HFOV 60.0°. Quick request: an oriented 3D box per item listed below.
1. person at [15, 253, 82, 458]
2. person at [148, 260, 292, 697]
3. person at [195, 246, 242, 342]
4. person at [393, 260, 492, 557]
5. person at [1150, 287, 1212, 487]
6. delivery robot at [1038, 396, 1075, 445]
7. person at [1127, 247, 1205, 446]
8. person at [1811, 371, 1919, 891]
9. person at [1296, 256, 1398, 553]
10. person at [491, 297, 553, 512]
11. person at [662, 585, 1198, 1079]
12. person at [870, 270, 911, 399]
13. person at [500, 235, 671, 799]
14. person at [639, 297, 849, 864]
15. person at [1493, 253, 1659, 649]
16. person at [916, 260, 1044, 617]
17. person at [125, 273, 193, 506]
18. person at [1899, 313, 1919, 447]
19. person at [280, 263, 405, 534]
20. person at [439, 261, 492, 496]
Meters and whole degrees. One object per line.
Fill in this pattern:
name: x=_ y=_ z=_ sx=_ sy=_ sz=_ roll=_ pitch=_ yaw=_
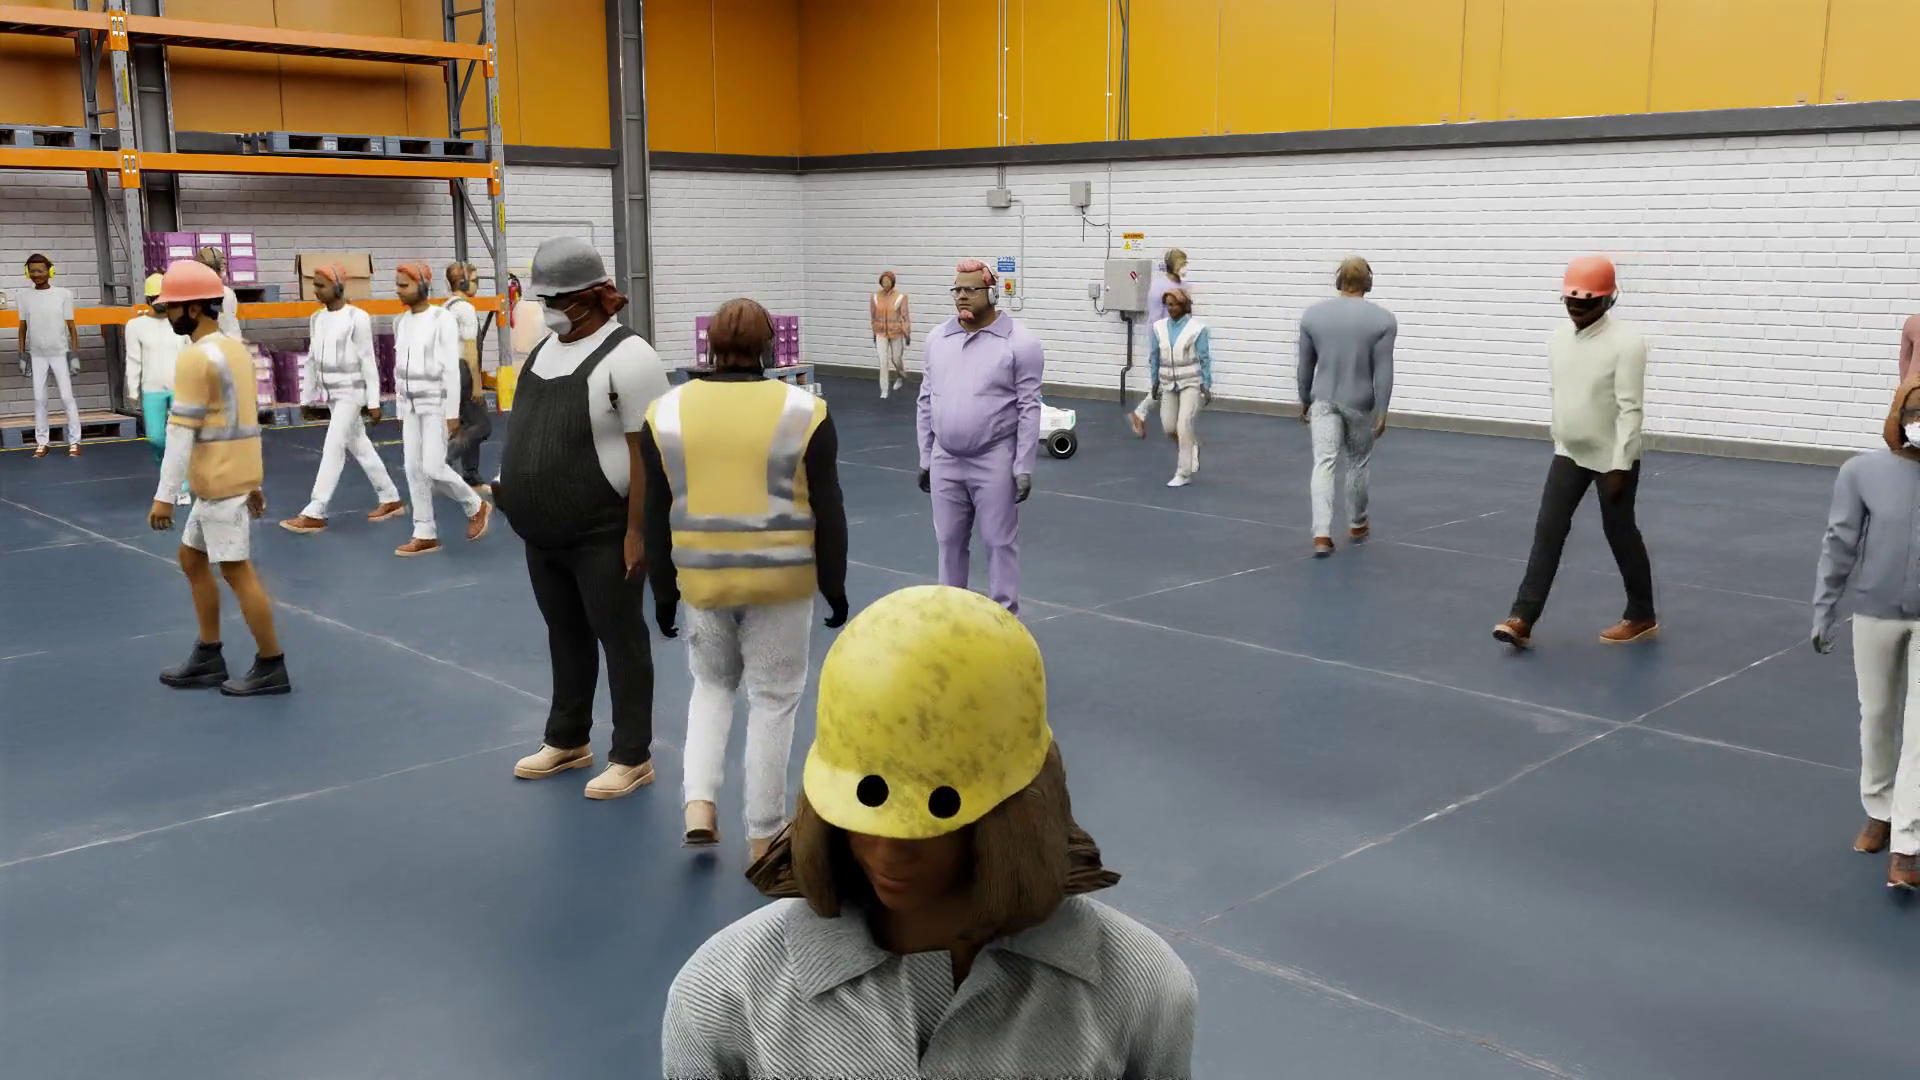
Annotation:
person: x=-8.327 y=-1.677 z=15.199 sx=0.505 sy=1.860 sz=0.320 roll=-2 pitch=11 yaw=-12
person: x=-3.319 y=-0.246 z=7.251 sx=0.757 sy=1.911 sz=0.562 roll=-1 pitch=10 yaw=-8
person: x=-6.166 y=-1.445 z=13.727 sx=0.627 sy=1.936 sz=0.361 roll=5 pitch=11 yaw=24
person: x=-3.339 y=-0.831 z=10.552 sx=0.594 sy=1.866 sz=0.550 roll=7 pitch=13 yaw=34
person: x=1.831 y=-1.257 z=13.550 sx=0.558 sy=1.610 sz=0.597 roll=8 pitch=13 yaw=36
delivery robot: x=0.700 y=-1.082 z=15.241 sx=0.707 sy=0.478 sz=0.477 roll=1 pitch=10 yaw=3
person: x=2.002 y=-1.882 z=16.180 sx=0.891 sy=1.914 sz=0.637 roll=9 pitch=13 yaw=39
person: x=2.950 y=0.279 z=5.213 sx=0.515 sy=1.602 sz=0.779 roll=8 pitch=13 yaw=38
person: x=2.477 y=-0.873 z=10.732 sx=0.647 sy=1.885 sz=1.019 roll=4 pitch=11 yaw=22
person: x=-3.078 y=-1.114 z=12.014 sx=0.609 sy=1.890 sz=0.694 roll=8 pitch=13 yaw=38
person: x=-0.021 y=0.886 z=1.540 sx=0.487 sy=1.737 sz=0.320 roll=-1 pitch=10 yaw=-5
person: x=-0.849 y=-2.593 z=20.905 sx=0.522 sy=1.604 sz=0.701 roll=2 pitch=11 yaw=10
person: x=-1.386 y=-0.086 z=6.015 sx=0.676 sy=2.000 sz=0.536 roll=8 pitch=13 yaw=38
person: x=-0.675 y=0.147 z=5.315 sx=0.633 sy=1.828 sz=0.442 roll=2 pitch=11 yaw=9
person: x=3.043 y=-0.409 z=8.049 sx=1.044 sy=1.927 sz=0.647 roll=-5 pitch=12 yaw=-27
person: x=0.066 y=-0.373 z=7.946 sx=0.639 sy=1.908 sz=0.409 roll=5 pitch=12 yaw=26
person: x=-6.040 y=-1.157 z=12.677 sx=0.531 sy=1.748 sz=0.705 roll=-4 pitch=11 yaw=-21
person: x=7.210 y=-1.106 z=12.346 sx=0.321 sy=1.761 sz=0.522 roll=-3 pitch=11 yaw=-17
person: x=-4.296 y=-0.986 z=11.507 sx=0.594 sy=1.832 sz=1.008 roll=8 pitch=13 yaw=37
person: x=-3.832 y=-1.209 z=12.707 sx=0.559 sy=1.827 sz=0.529 roll=-7 pitch=13 yaw=-34
